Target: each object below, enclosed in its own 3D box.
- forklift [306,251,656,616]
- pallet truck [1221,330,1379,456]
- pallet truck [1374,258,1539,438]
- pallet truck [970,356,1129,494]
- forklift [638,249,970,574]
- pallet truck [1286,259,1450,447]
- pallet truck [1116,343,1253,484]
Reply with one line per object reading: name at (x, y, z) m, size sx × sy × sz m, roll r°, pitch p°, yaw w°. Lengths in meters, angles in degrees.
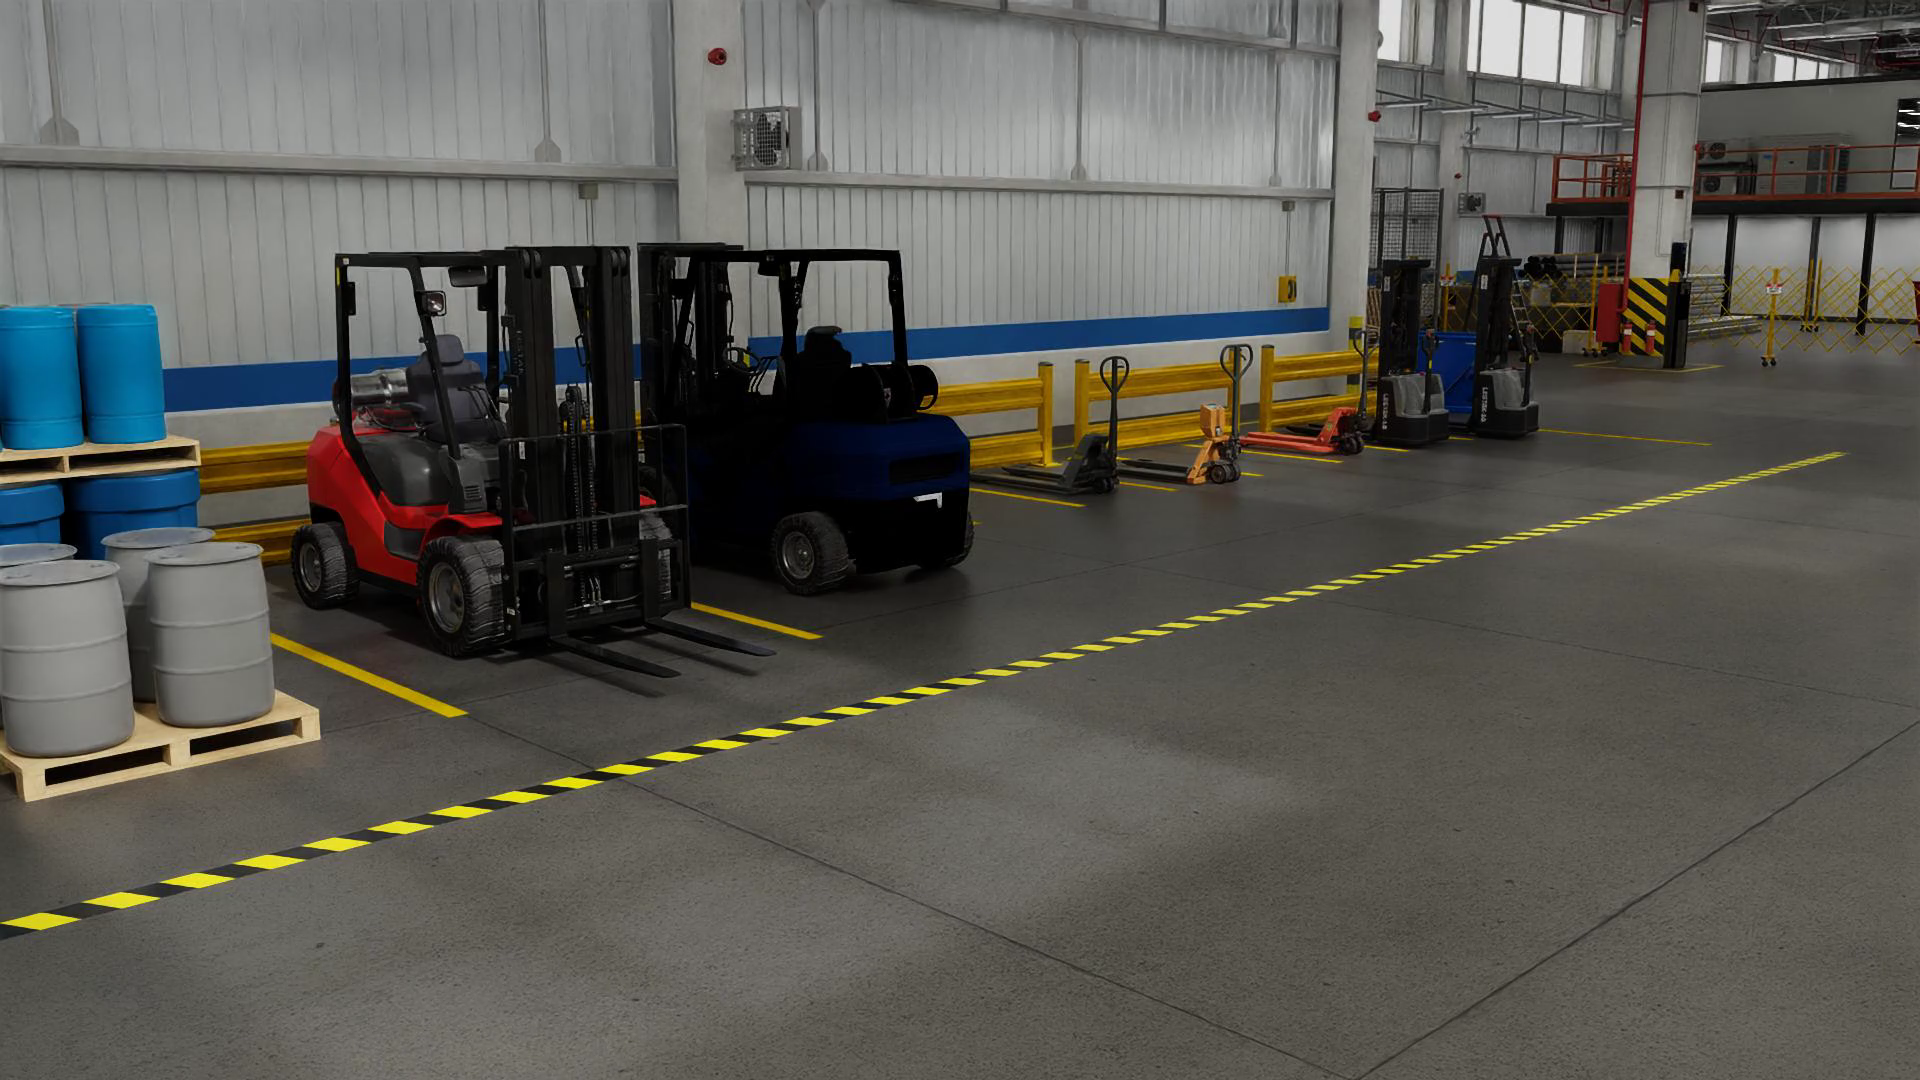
forklift at (-2.833, -0.669, 9.694) m, size 1.157 × 1.987 × 2.680 m, roll -10°, pitch 14°, yaw -44°
pallet truck at (3.563, -1.581, 17.381) m, size 0.653 × 1.274 × 1.630 m, roll -10°, pitch 14°, yaw -44°
pallet truck at (5.704, -2.208, 18.901) m, size 1.885 × 1.965 × 0.823 m, roll 10°, pitch 14°, yaw 43°
pallet truck at (0.784, -1.085, 14.876) m, size 0.680 × 1.201 × 1.601 m, roll -10°, pitch 14°, yaw -44°
forklift at (-1.173, -0.958, 11.239) m, size 2.680 × 1.987 × 1.157 m, roll 10°, pitch 14°, yaw 43°
pallet truck at (4.493, -2.078, 18.196) m, size 0.823 × 1.965 × 1.885 m, roll -9°, pitch 14°, yaw -40°
pallet truck at (1.962, -1.215, 15.415) m, size 1.522 × 1.261 × 0.704 m, roll 10°, pitch 14°, yaw 43°
